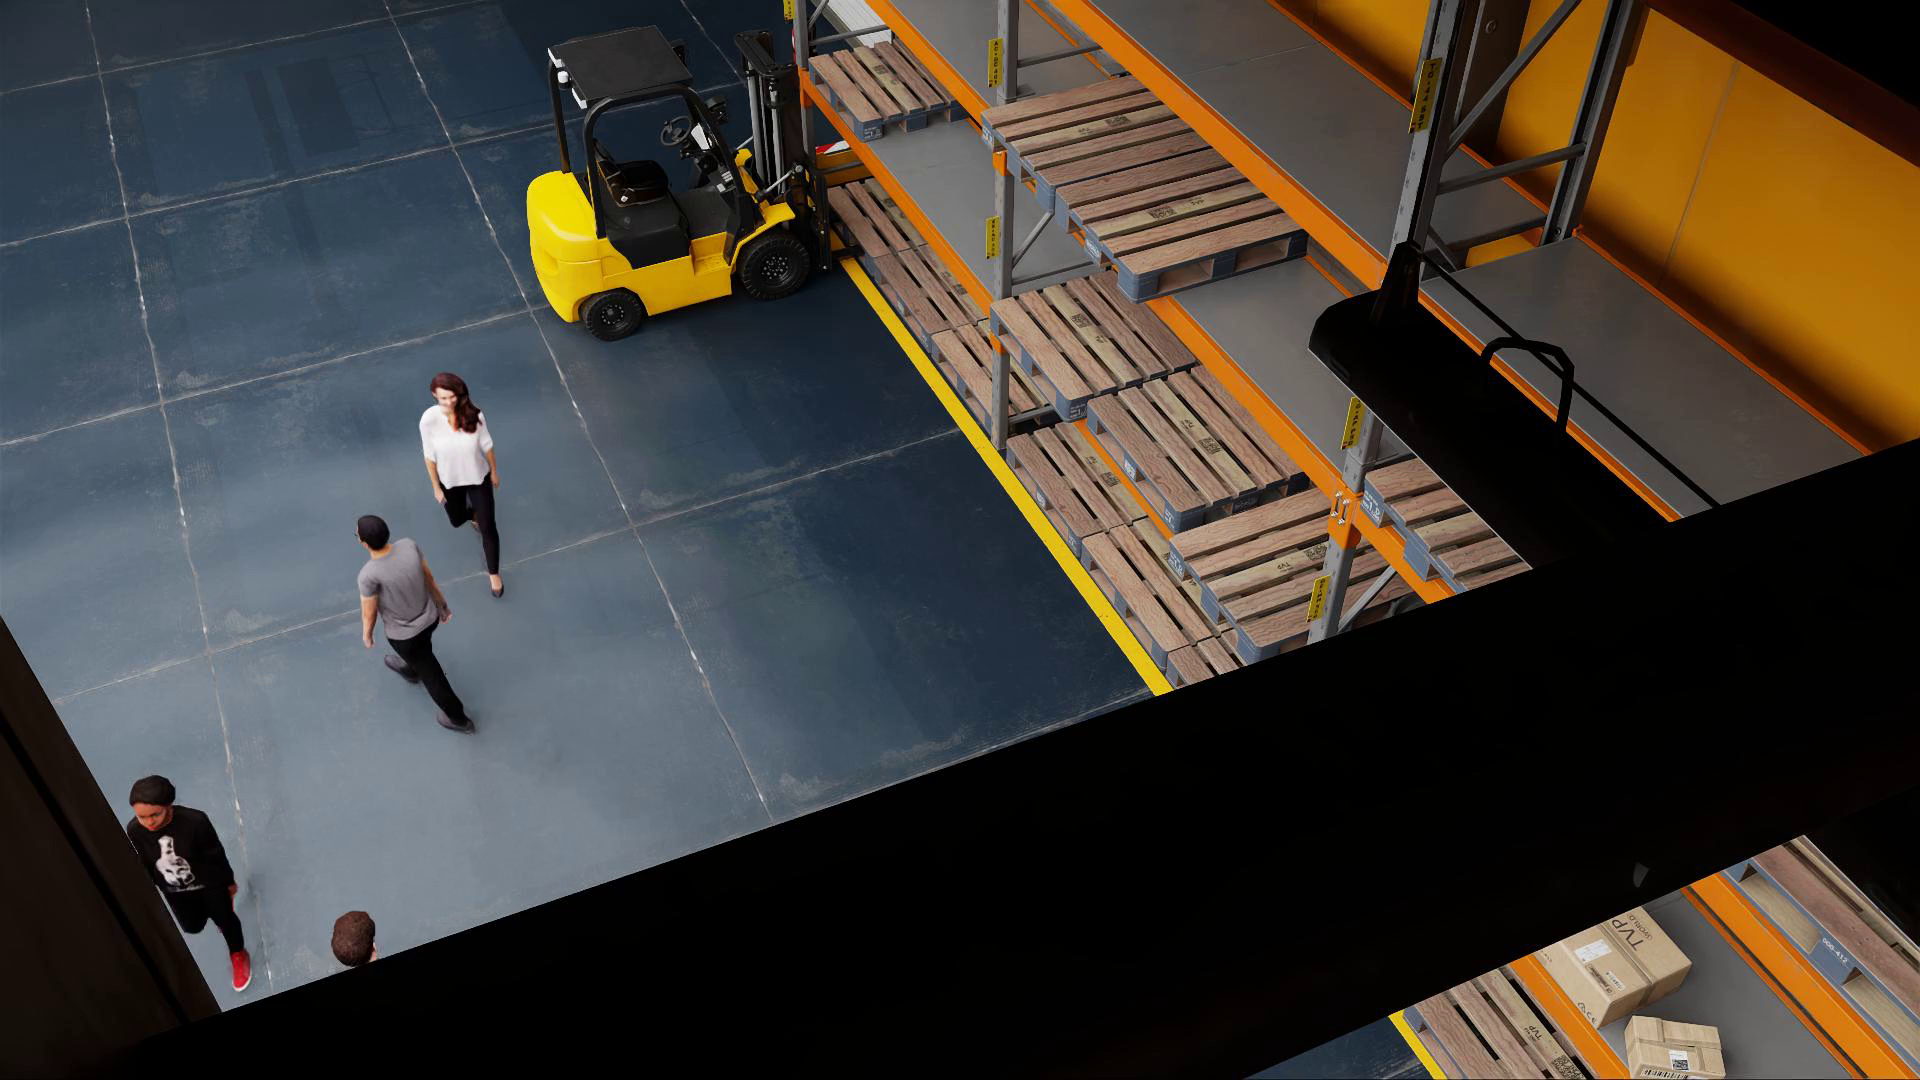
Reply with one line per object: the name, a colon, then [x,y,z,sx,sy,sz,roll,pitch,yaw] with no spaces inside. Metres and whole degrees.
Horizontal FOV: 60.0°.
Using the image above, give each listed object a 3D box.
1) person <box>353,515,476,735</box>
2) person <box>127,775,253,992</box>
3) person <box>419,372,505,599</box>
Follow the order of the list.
person: [-3.351,0.559,10.357,1.173,1.715,1.043,20,47,20]
person: [-4.178,1.794,9.100,0.698,1.661,0.858,-8,44,-9]
person: [-3.396,-0.442,11.365,0.709,1.773,1.055,-12,45,-13]
